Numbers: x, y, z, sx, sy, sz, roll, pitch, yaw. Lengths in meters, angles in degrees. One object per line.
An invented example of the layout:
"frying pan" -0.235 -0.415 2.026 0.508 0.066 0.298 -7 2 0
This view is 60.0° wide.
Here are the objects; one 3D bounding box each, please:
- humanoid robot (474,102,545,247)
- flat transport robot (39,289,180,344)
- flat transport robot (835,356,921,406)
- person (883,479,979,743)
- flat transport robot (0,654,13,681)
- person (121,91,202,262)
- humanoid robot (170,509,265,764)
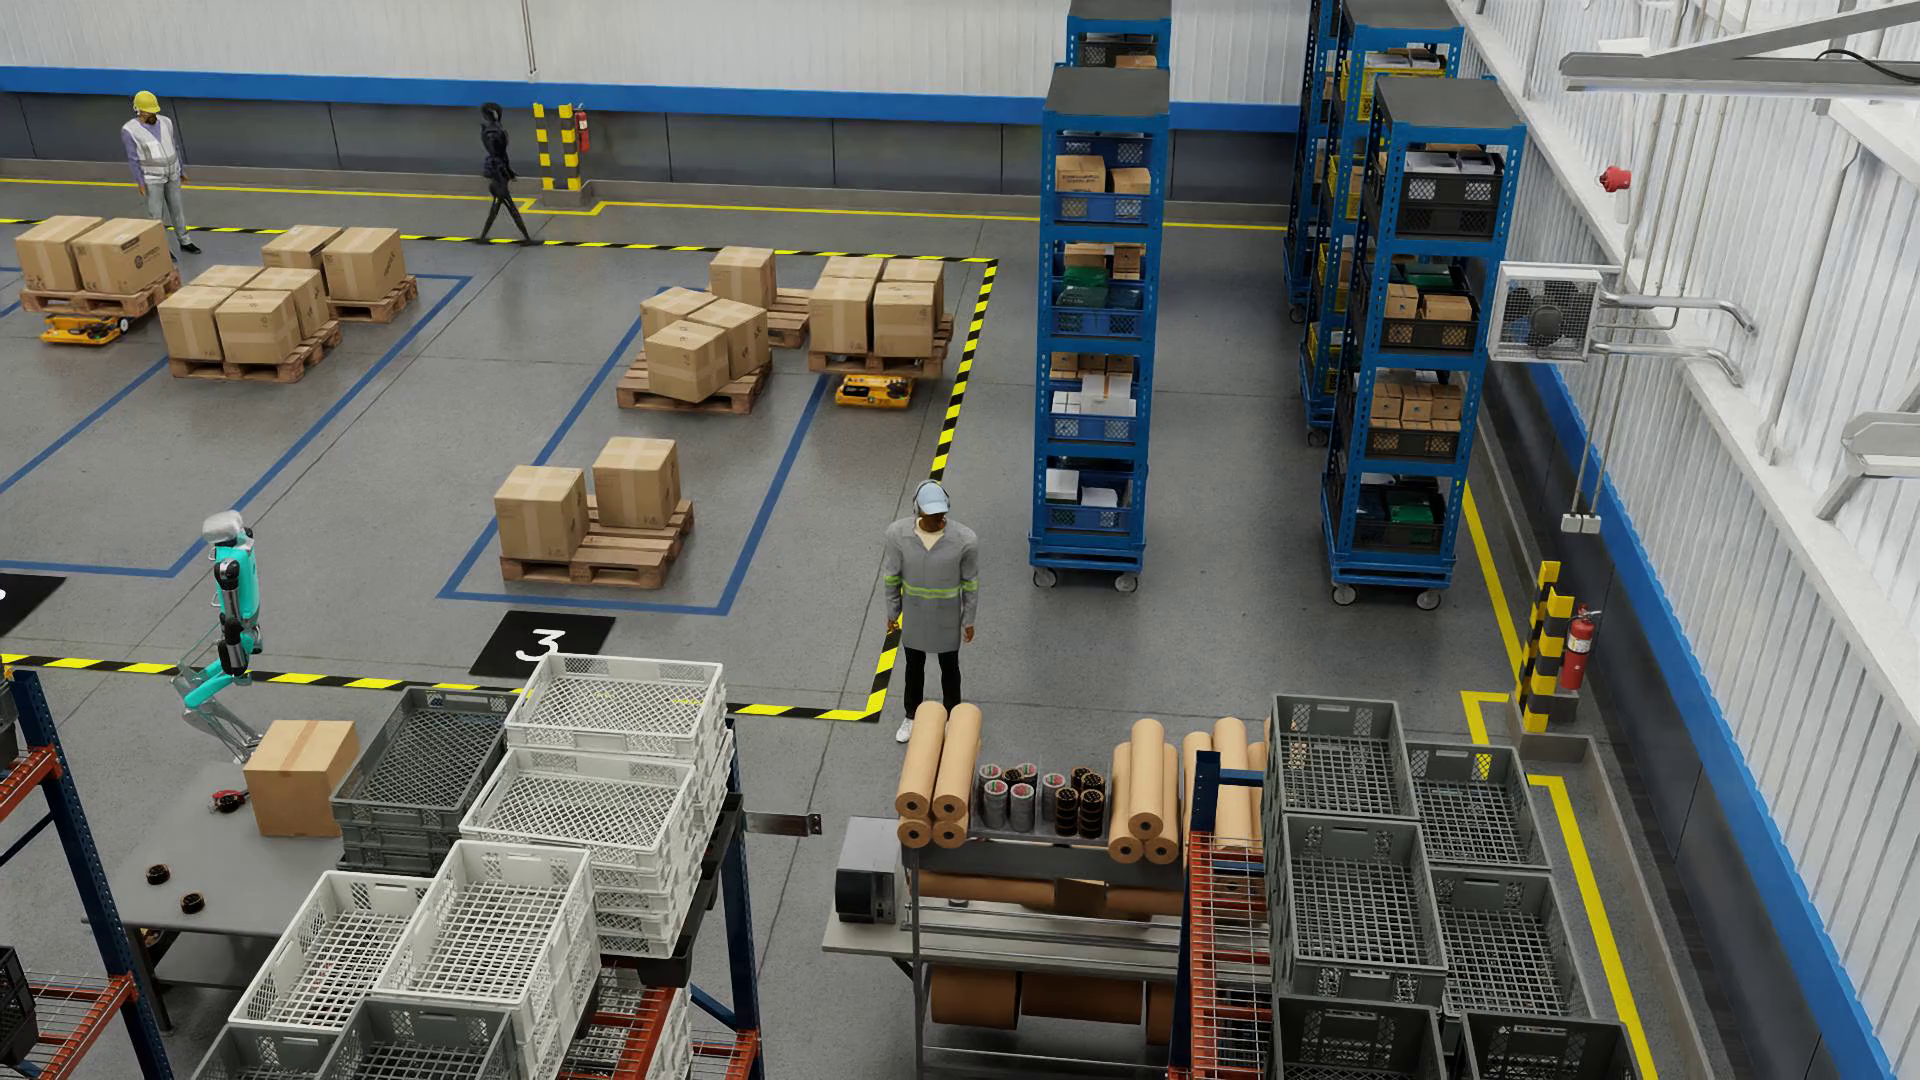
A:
"humanoid robot" -5.032 -3.994 18.193 0.793 1.629 0.600 -2 30 -4
"flat transport robot" -8.511 -2.336 16.658 0.652 0.197 1.431 3 30 6
"flat transport robot" -0.716 -1.644 15.470 0.652 0.197 1.431 3 30 6
"person" -0.183 0.457 10.314 0.593 1.852 0.362 5 31 8
"flat transport robot" -7.142 0.969 11.010 1.431 0.231 0.659 3 30 6
"person" -8.568 -3.908 17.841 0.403 1.823 0.588 18 35 28
"humanoid robot" -4.508 0.615 10.020 0.735 1.681 0.533 -5 31 -9
